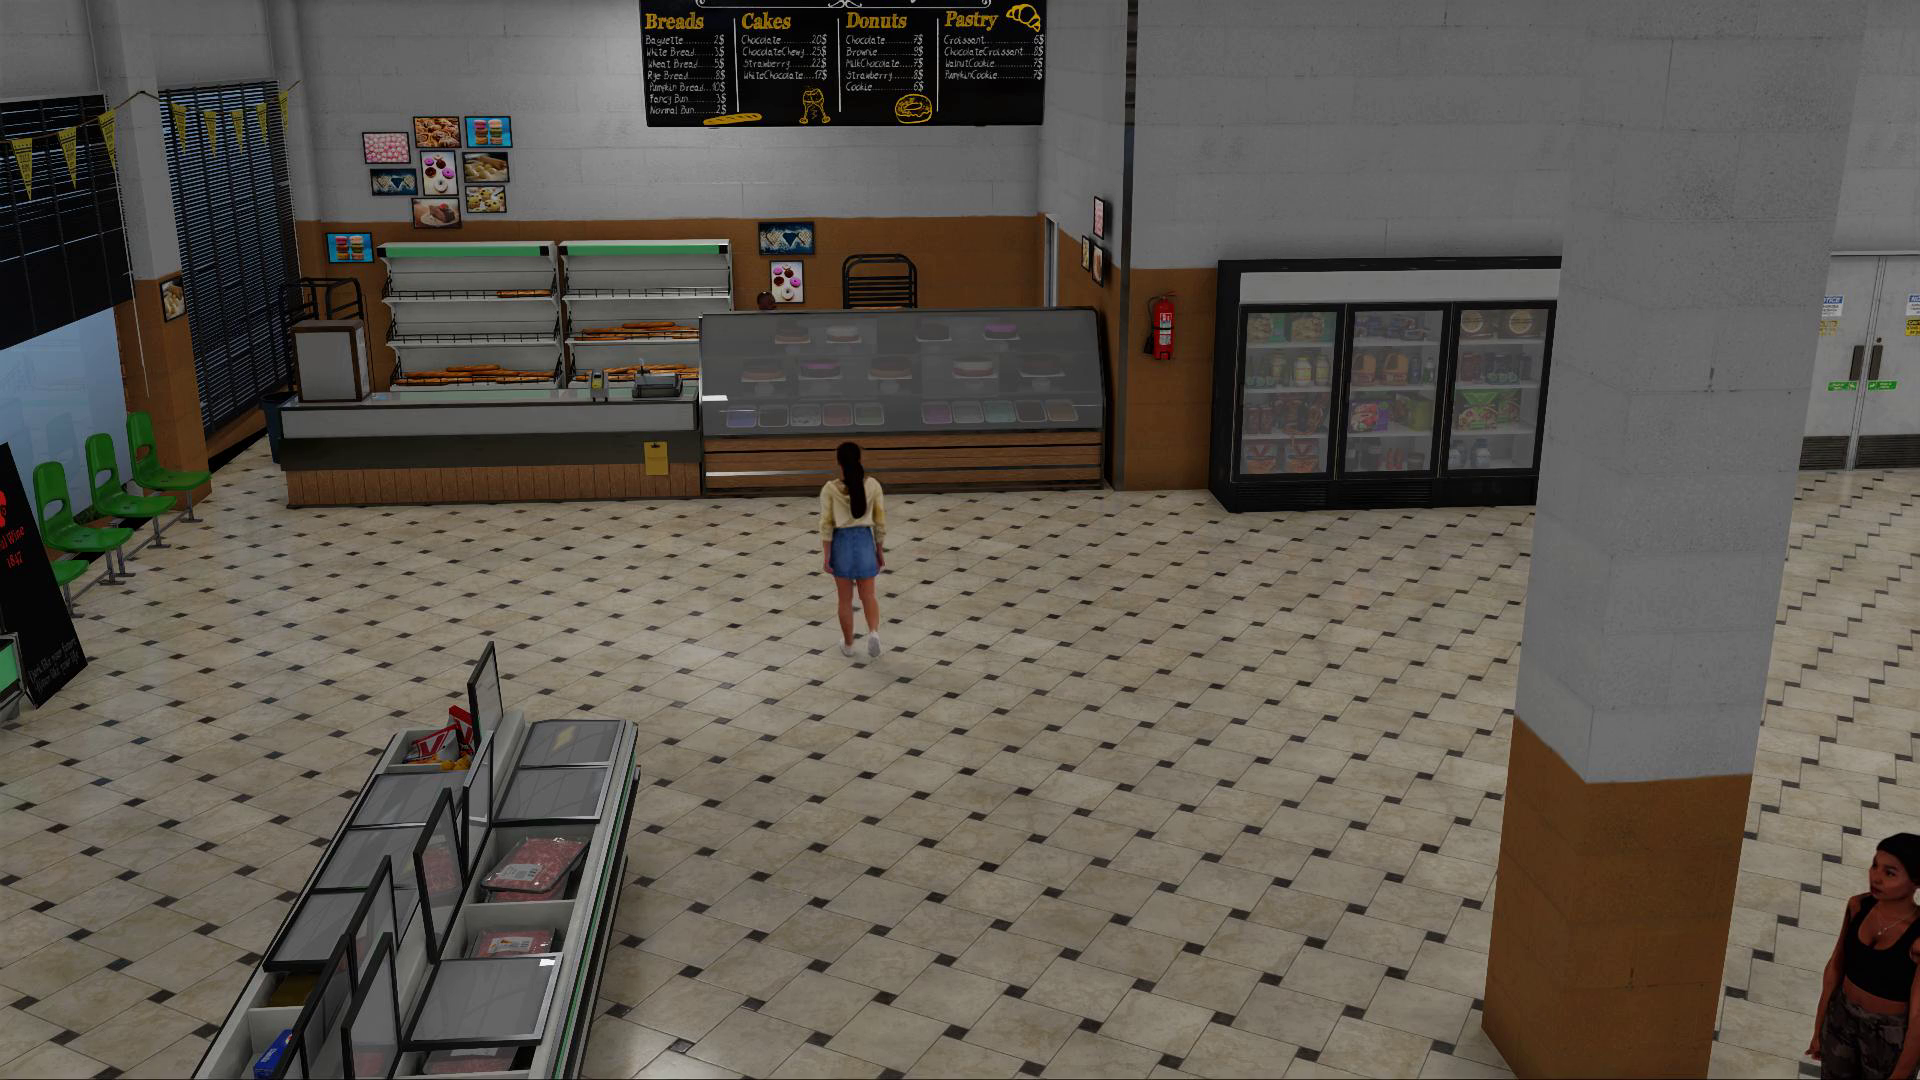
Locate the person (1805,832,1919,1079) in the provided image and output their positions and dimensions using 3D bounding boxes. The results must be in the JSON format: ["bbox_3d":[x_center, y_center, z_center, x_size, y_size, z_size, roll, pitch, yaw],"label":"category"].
[{"bbox_3d":[3.348,1.844,6.100,0.687,1.701,0.555,-6,18,-20],"label":"person"}]

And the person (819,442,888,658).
[{"bbox_3d":[-0.754,0.115,11.939,0.753,1.617,0.966,-5,18,-16],"label":"person"}]
